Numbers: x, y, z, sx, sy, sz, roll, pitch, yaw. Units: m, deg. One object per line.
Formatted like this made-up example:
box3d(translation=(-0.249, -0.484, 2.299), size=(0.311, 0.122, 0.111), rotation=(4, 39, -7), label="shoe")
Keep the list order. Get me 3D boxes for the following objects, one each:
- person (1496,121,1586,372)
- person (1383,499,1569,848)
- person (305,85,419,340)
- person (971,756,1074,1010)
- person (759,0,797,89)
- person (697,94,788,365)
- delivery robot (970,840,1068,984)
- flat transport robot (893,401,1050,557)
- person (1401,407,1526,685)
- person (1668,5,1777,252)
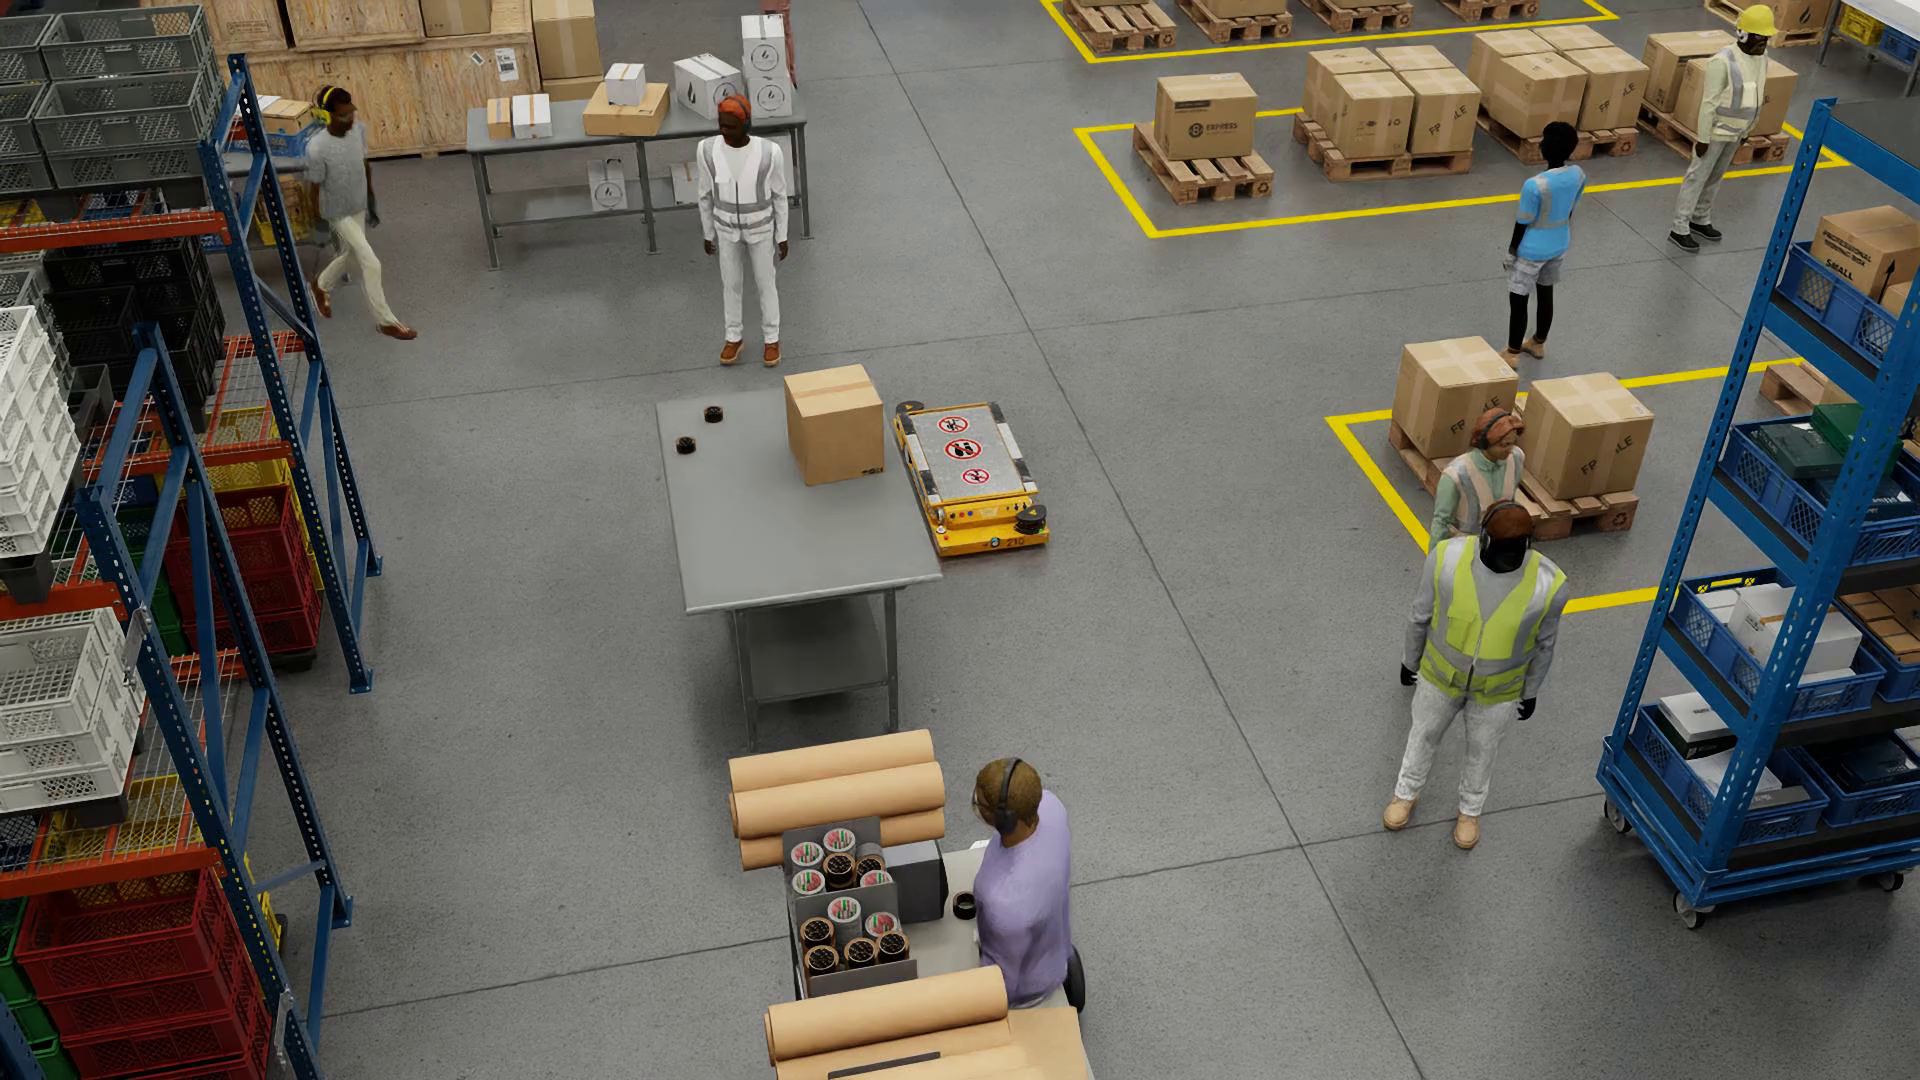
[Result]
box3d(translation=(3.805, -1.927, 10.942), size=(0.533, 1.689, 0.321), rotation=(-22, 42, -26), label="person")
box3d(translation=(2.276, 0.601, 7.413), size=(0.633, 1.846, 0.429), rotation=(14, 39, 18), label="person")
box3d(translation=(-4.221, -2.244, 11.266), size=(0.873, 1.820, 0.524), rotation=(14, 39, 18), label="person")
box3d(translation=(0.218, 1.539, 6.089), size=(0.380, 1.930, 0.630), rotation=(9, 38, 12), label="person")
box3d(translation=(-1.669, -4.828, 14.671), size=(0.400, 1.900, 0.647), rotation=(1, 37, 1), label="person")
box3d(translation=(-1.408, -2.016, 10.899), size=(0.577, 1.881, 0.349), rotation=(3, 37, 5), label="person")
box3d(translation=(0.235, 1.591, 7.081), size=(0.477, 0.478, 0.707), rotation=(-5, 37, -6), label="delivery robot")
box3d(translation=(0.046, -0.430, 10.108), size=(0.652, 0.197, 1.431), rotation=(-8, 37, -10), label="flat transport robot")
box3d(translation=(2.538, 0.036, 8.352), size=(0.519, 1.632, 0.317), rotation=(-18, 40, -23), label="person")
box3d(translation=(5.682, -3.058, 12.340), size=(0.589, 1.834, 0.403), rotation=(-23, 43, -28), label="person")
